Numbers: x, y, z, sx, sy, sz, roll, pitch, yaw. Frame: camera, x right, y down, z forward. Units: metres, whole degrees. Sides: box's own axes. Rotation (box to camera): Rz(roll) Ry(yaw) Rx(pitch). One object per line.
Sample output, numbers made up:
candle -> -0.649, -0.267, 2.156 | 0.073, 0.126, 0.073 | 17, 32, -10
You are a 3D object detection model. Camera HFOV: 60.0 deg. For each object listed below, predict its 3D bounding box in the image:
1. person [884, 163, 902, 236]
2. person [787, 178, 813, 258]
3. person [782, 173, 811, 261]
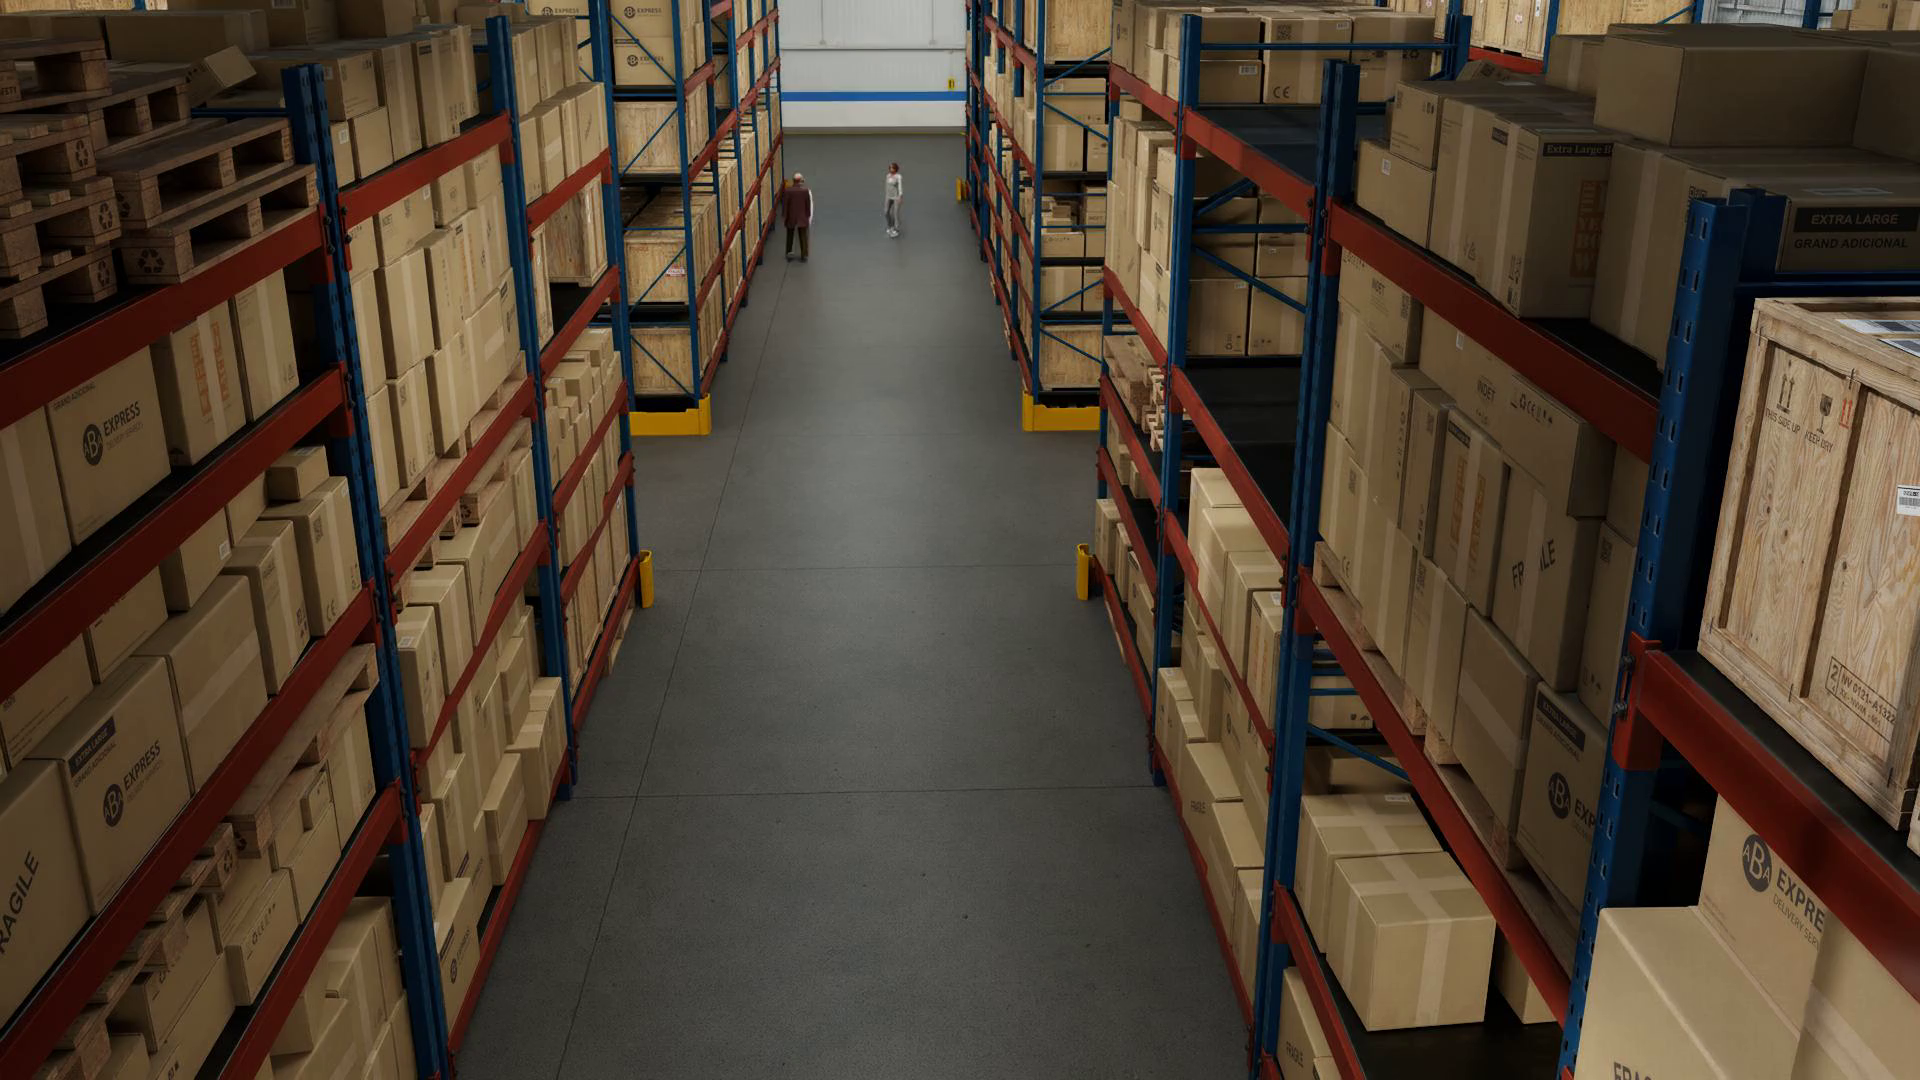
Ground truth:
person -> -1.490, -7.572, 37.000 | 0.423, 1.610, 0.352 | 10, 23, 24
person -> -3.297, -6.674, 34.499 | 0.493, 1.647, 0.821 | 2, 21, 6
person -> -3.383, -6.687, 34.401 | 0.613, 1.771, 0.813 | -2, 21, -5
